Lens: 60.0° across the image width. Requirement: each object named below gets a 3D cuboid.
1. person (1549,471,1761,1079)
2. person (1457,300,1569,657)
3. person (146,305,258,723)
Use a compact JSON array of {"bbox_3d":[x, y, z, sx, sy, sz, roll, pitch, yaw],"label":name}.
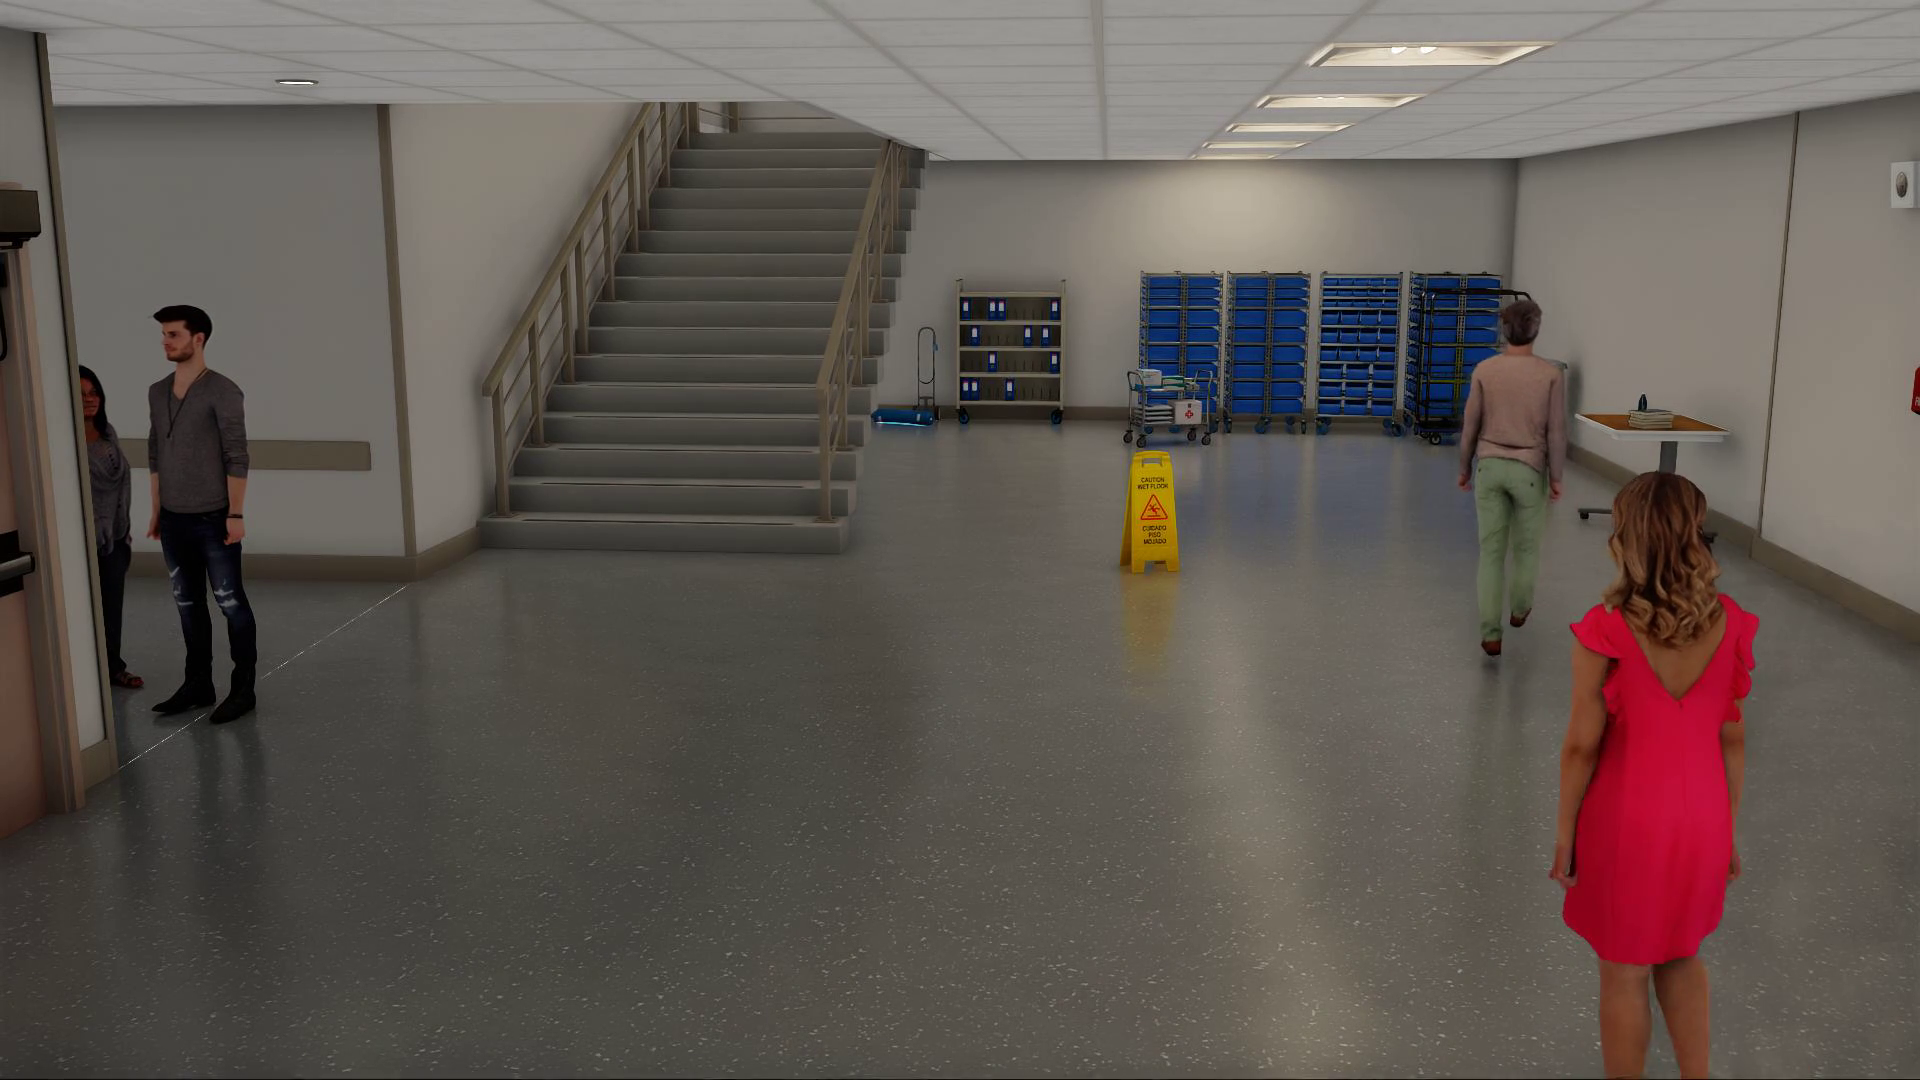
[{"bbox_3d":[1.618,0.707,3.783,0.630,1.716,0.777,0,11,-1],"label":"person"},{"bbox_3d":[2.869,-0.280,8.698,0.932,1.822,1.301,4,11,19],"label":"person"},{"bbox_3d":[-3.508,-0.132,7.699,0.736,1.904,0.672,4,11,19],"label":"person"}]
